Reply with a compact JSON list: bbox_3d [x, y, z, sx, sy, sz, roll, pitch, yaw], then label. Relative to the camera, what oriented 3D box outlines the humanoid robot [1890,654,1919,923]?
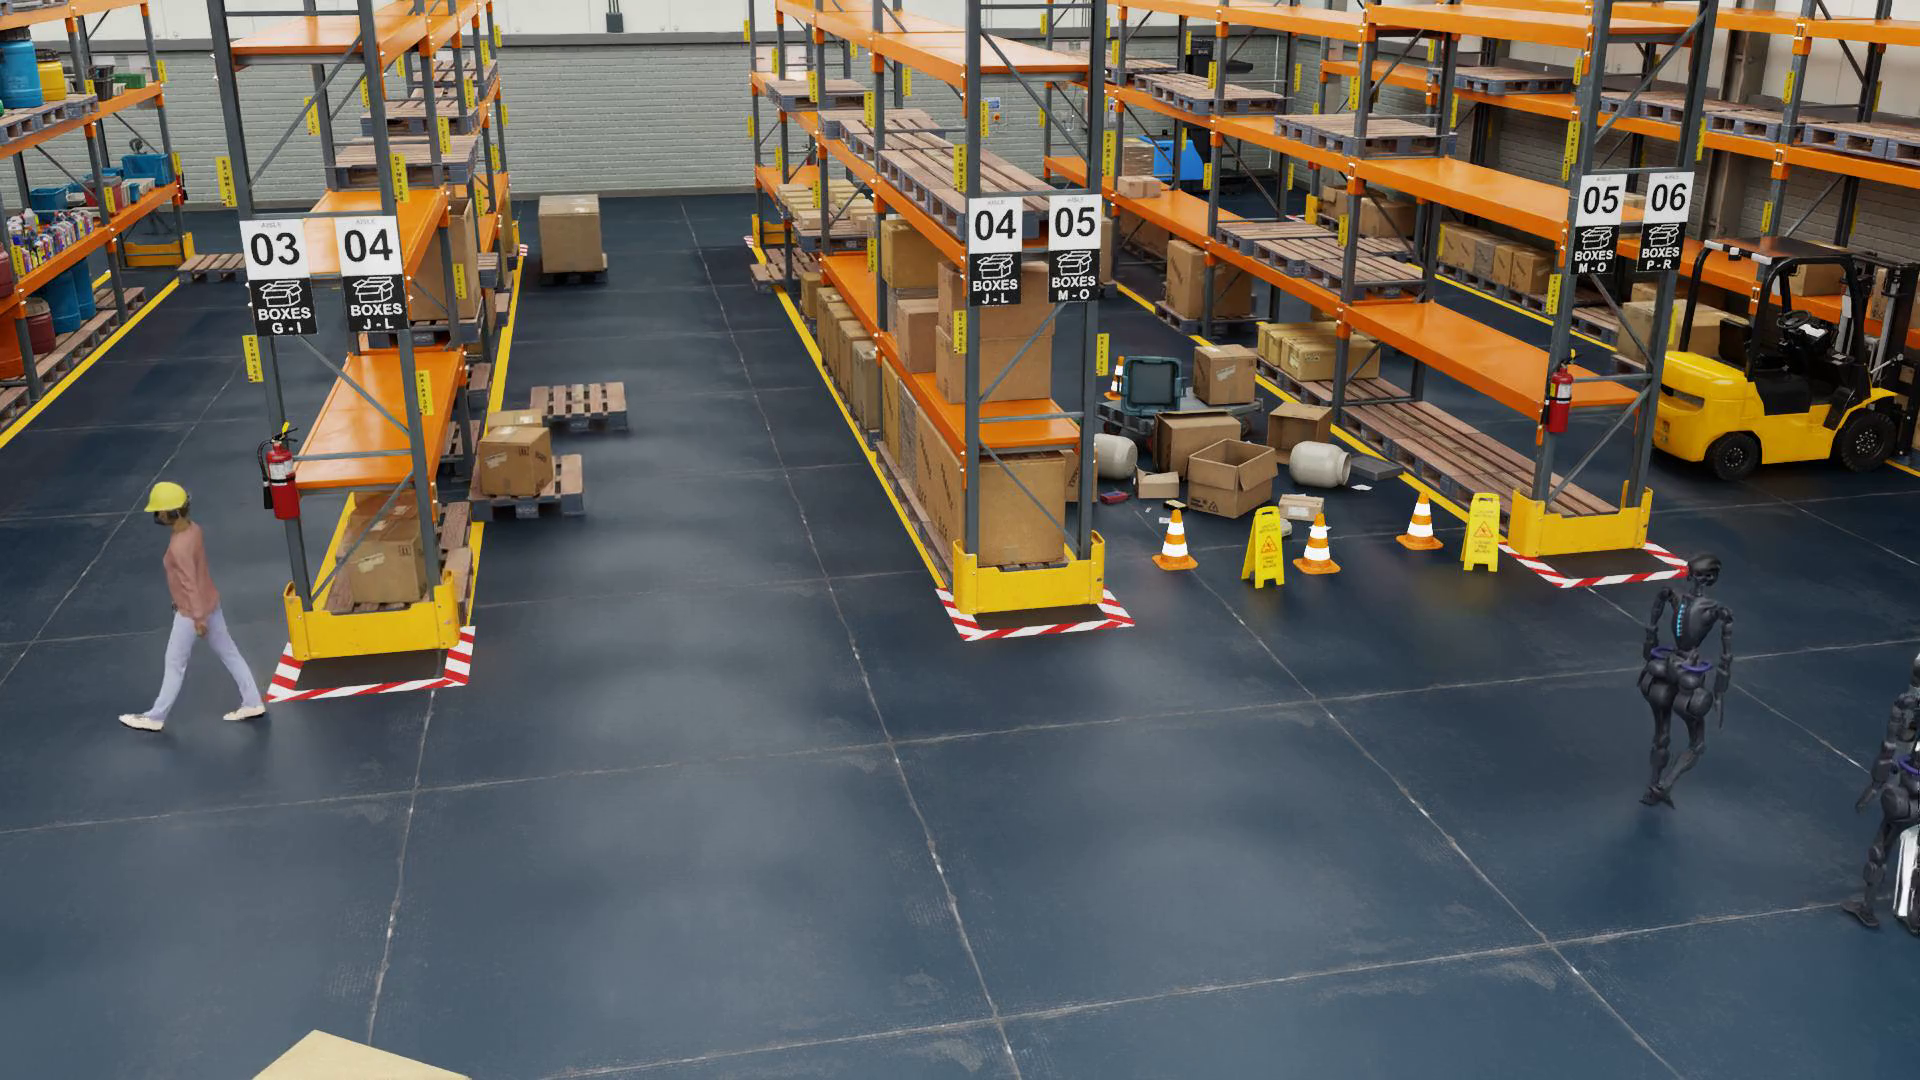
[{"bbox_3d":[5.282,1.217,8.867,0.543,1.779,0.871,14,25,33],"label":"humanoid robot"}]

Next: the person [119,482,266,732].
[{"bbox_3d":[-5.117,0.452,10.895,0.893,1.723,0.527,-4,21,-11],"label":"person"}]

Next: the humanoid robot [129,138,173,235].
[{"bbox_3d":[-13.884,-6.057,28.502,0.599,1.642,0.412,14,25,34],"label":"humanoid robot"}]

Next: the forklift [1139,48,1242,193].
[{"bbox_3d":[4.566,-8.313,32.860,1.873,2.768,1.129,-4,21,-12],"label":"forklift"}]

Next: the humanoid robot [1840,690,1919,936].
[{"bbox_3d":[5.039,1.287,8.697,0.589,1.653,0.355,-1,20,-2],"label":"humanoid robot"}]

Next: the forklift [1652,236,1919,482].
[{"bbox_3d":[8.013,-1.814,16.330,2.313,2.155,1.214,-4,21,-12],"label":"forklift"}]

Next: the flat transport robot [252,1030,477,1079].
[{"bbox_3d":[-2.132,3.081,5.907,1.431,0.231,0.659,-17,26,-39],"label":"flat transport robot"}]

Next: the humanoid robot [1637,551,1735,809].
[{"bbox_3d":[4.268,0.845,9.916,0.419,1.646,0.583,-14,25,-33],"label":"humanoid robot"}]
